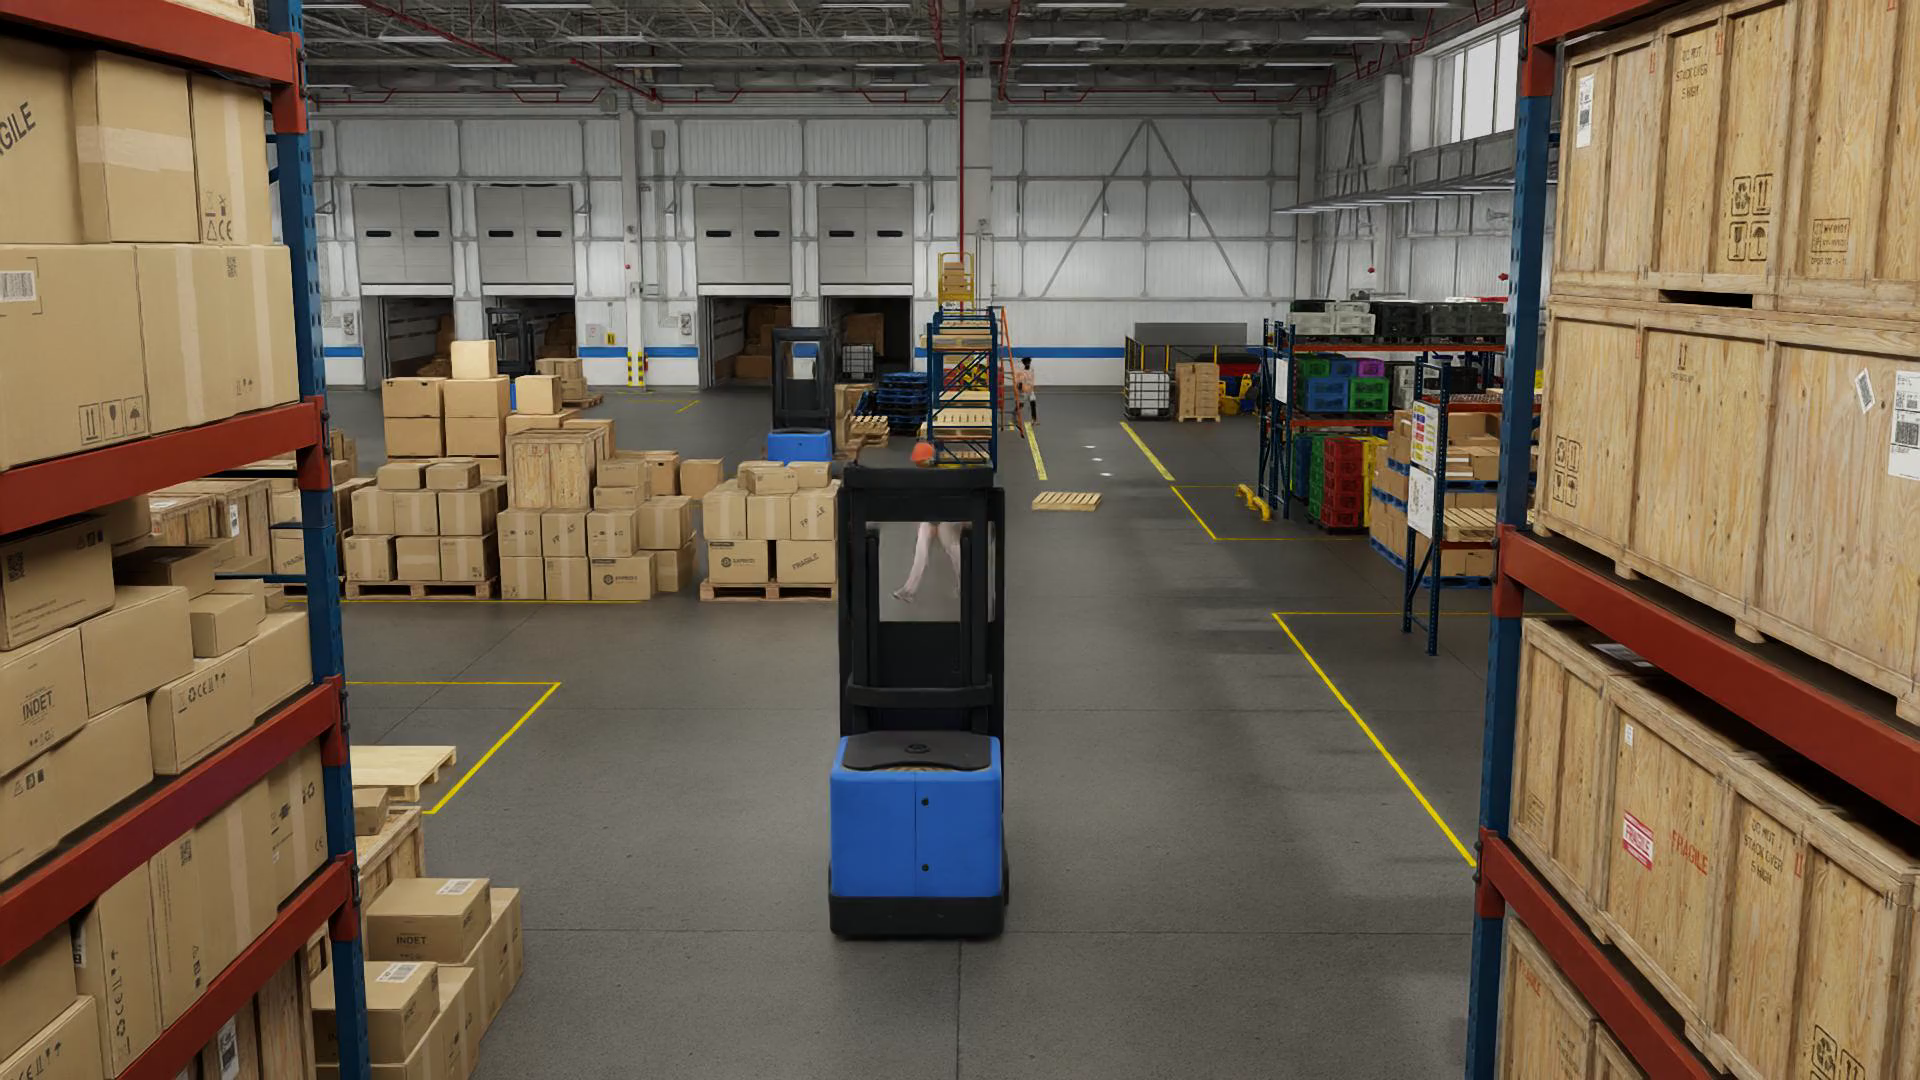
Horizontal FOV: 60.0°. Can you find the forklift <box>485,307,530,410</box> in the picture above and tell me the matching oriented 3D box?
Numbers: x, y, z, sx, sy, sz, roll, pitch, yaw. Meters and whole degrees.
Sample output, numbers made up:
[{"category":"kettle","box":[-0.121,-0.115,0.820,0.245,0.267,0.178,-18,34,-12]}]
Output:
[{"category":"forklift","box":[-10.754,-4.150,39.646,1.129,2.768,1.873,0,10,1]}]

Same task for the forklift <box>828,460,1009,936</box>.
[{"category":"forklift","box":[-0.255,0.882,10.612,1.129,2.768,1.873,0,10,1]}]

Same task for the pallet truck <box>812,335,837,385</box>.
[{"category":"pallet truck","box":[-3.021,-4.312,43.126,1.885,1.965,0.823,3,10,17]}]

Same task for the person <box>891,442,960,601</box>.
[{"category":"person","box":[-0.302,-0.223,19.815,1.112,1.900,0.622,-6,11,-29]}]

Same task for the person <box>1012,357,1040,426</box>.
[{"category":"person","box":[1.546,-3.584,39.909,0.534,1.656,0.826,-8,13,-40]}]

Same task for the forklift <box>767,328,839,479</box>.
[{"category":"forklift","box":[-2.738,-2.265,28.771,1.129,2.768,1.873,0,10,1]}]
